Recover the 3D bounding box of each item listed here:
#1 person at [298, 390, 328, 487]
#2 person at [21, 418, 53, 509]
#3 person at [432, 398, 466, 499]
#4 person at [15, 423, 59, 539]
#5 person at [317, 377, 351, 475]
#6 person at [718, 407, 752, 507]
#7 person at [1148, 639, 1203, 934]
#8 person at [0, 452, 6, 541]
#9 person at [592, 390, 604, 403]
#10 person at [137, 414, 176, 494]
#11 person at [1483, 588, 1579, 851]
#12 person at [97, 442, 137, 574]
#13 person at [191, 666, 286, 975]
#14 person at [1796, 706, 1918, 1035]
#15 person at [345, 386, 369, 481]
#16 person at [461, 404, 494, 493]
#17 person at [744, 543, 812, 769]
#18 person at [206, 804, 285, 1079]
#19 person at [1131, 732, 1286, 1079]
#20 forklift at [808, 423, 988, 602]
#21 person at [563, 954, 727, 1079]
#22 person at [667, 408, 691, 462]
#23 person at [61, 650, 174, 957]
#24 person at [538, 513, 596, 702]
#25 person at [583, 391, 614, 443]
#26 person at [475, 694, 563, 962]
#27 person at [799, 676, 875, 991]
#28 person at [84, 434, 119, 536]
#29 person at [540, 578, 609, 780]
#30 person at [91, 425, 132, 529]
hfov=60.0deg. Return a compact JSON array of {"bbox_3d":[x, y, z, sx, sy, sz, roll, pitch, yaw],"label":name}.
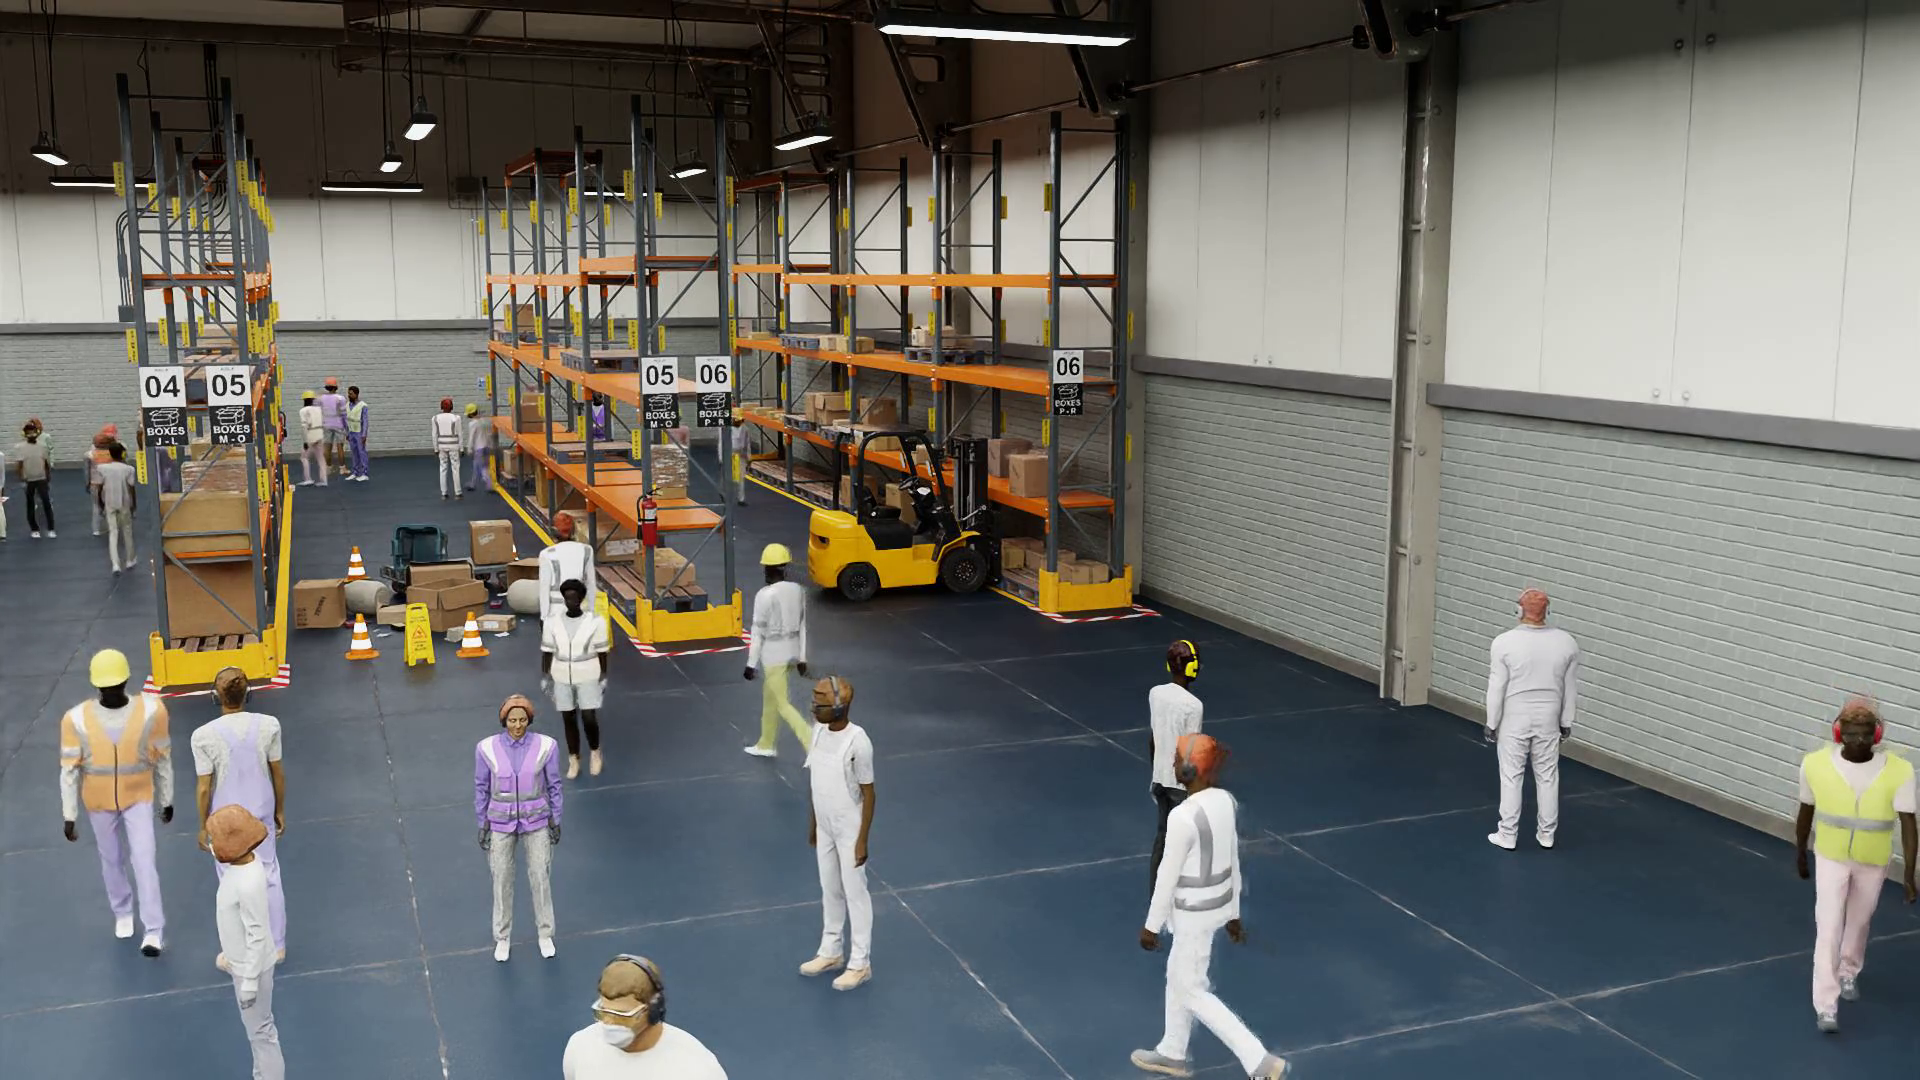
[{"bbox_3d":[-12.705,-1.981,32.579,0.733,1.887,0.599,4,10,26],"label":"person"},{"bbox_3d":[-16.275,-1.339,29.352,0.507,1.632,0.268,-2,9,-13],"label":"person"},{"bbox_3d":[-9.438,-1.681,30.723,0.573,1.883,0.355,1,9,3],"label":"person"},{"bbox_3d":[-14.443,-0.903,26.034,0.485,1.824,0.882,-8,12,-42],"label":"person"},{"bbox_3d":[-12.951,-2.351,34.425,0.607,2.048,0.367,0,9,3],"label":"person"},{"bbox_3d":[-4.067,-1.493,29.821,0.638,1.799,0.634,-6,11,-32],"label":"person"},{"bbox_3d":[1.383,1.545,10.501,0.335,1.860,0.508,-5,10,-29],"label":"person"},{"bbox_3d":[-15.040,-0.821,25.715,0.324,1.752,0.562,4,10,24],"label":"person"},{"bbox_3d":[-8.299,-2.746,38.296,0.571,1.611,0.393,8,12,40],"label":"person"},{"bbox_3d":[-14.725,-1.732,30.549,0.681,2.000,0.977,-6,11,-33],"label":"person"},{"bbox_3d":[4.084,1.288,11.967,0.651,1.904,0.403,-1,9,-3],"label":"person"},{"bbox_3d":[-11.766,-0.456,23.216,0.534,1.831,0.966,-3,10,-20],"label":"person"},{"bbox_3d":[-4.263,1.652,9.864,0.506,1.846,0.346,-7,12,-39],"label":"person"},{"bbox_3d":[4.935,1.788,9.202,0.574,1.785,0.999,4,10,21],"label":"person"},{"bbox_3d":[-12.175,-2.154,33.590,0.591,1.919,0.392,5,10,30],"label":"person"},{"bbox_3d":[-9.221,-1.735,31.591,0.807,1.707,0.590,2,9,10],"label":"person"},{"bbox_3d":[-1.488,0.970,14.018,0.877,1.895,0.586,5,10,27],"label":"person"},{"bbox_3d":[-3.429,2.055,7.987,0.281,1.633,0.499,-5,10,-30],"label":"person"},{"bbox_3d":[1.261,1.889,8.346,0.825,1.860,0.574,6,11,32],"label":"person"},{"bbox_3d":[-0.830,-0.399,21.676,2.313,2.155,1.214,-4,10,-21],"label":"forklift"},{"bbox_3d":[-1.053,2.292,5.574,0.627,1.933,0.366,4,10,25],"label":"person"},{"bbox_3d":[-5.165,-1.549,30.281,0.534,1.758,0.457,-1,9,-6],"label":"person"},{"bbox_3d":[-5.104,1.601,10.084,0.607,1.870,0.982,-3,10,-21],"label":"person"},{"bbox_3d":[-3.764,0.665,15.977,0.589,1.880,0.538,-8,12,-40],"label":"person"},{"bbox_3d":[-7.257,-2.075,33.373,0.628,1.837,0.429,-1,9,-5],"label":"person"},{"bbox_3d":[-2.659,1.729,10.054,0.514,1.634,0.313,-2,9,-13],"label":"person"},{"bbox_3d":[-0.699,1.686,9.663,0.346,1.842,0.505,-8,12,-42],"label":"person"},{"bbox_3d":[-13.624,-0.876,26.445,0.514,1.630,0.317,-6,11,-31],"label":"person"},{"bbox_3d":[-3.147,1.141,13.591,0.545,1.686,0.398,0,9,3],"label":"person"},{"bbox_3d":[-13.727,-0.998,26.931,0.575,1.717,0.830,-6,11,-34],"label":"person"}]
